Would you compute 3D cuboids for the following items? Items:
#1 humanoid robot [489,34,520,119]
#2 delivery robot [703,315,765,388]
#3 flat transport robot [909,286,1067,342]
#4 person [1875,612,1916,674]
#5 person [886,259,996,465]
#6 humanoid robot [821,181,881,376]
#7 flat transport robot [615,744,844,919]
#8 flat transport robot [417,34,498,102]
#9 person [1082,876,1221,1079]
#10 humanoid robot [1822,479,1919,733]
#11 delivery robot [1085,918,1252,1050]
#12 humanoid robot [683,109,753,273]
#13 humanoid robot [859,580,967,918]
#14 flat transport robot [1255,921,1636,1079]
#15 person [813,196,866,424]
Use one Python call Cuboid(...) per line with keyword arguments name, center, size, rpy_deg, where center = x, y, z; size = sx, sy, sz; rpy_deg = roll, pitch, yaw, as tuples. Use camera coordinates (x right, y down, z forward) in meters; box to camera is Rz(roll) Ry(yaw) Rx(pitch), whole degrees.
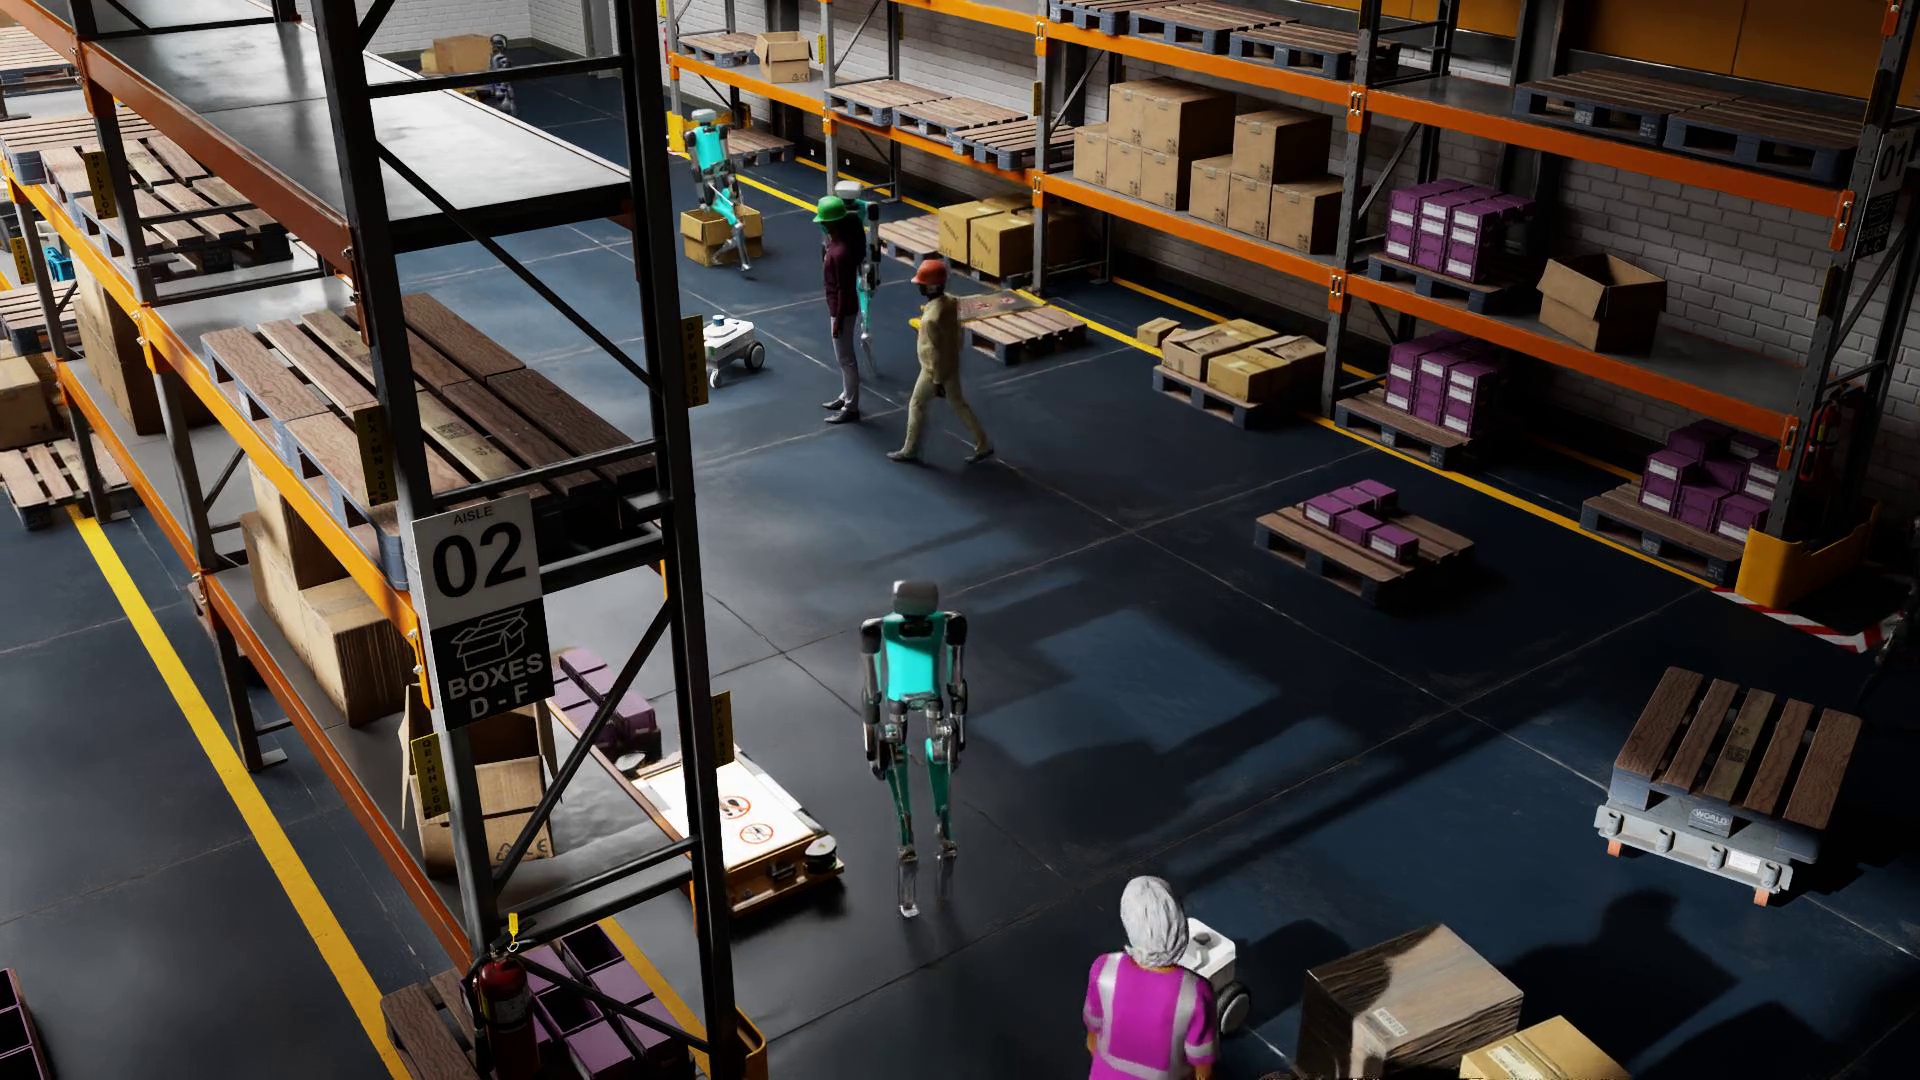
Cuboid(name="humanoid robot", center=(-6.044, -5.878, 22.109), size=(0.363, 1.646, 0.589), rpy_deg=(-14, 30, -25))
Cuboid(name="delivery robot", center=(-2.175, -1.756, 15.155), size=(0.499, 0.589, 0.782), rpy_deg=(13, 29, 24))
Cuboid(name="flat transport robot", center=(0.279, -2.222, 16.406), size=(1.431, 0.231, 0.659), rpy_deg=(-15, 30, -27))
Cuboid(name="person", center=(6.318, 0.056, 10.092), size=(1.066, 1.877, 0.626), rpy_deg=(7, 27, 13))
Cuboid(name="person", center=(-0.134, -1.385, 13.122), size=(0.867, 1.714, 0.551), rpy_deg=(10, 28, 19))
Cuboid(name="humanoid robot", center=(-0.967, -2.247, 14.858), size=(0.544, 1.818, 0.671), rpy_deg=(-1, 27, -2))
Cuboid(name="flat transport robot", center=(-1.282, 1.500, 9.004), size=(0.659, 0.231, 1.431), rpy_deg=(-18, 32, -31))
Cuboid(name="flat transport robot", center=(-7.732, -7.024, 25.958), size=(0.659, 0.231, 1.431), rpy_deg=(0, 27, 1))
Cuboid(name="person", center=(0.710, 2.046, 6.194), size=(0.545, 1.824, 0.402), rpy_deg=(10, 28, 18))
Cuboid(name="humanoid robot", center=(5.572, 0.374, 9.699), size=(0.668, 1.628, 0.612), rpy_deg=(21, 33, 35))
Cuboid(name="delivery robot", center=(0.939, 2.047, 7.586), size=(0.765, 0.585, 0.499), rpy_deg=(-23, 34, -38))
Cuboid(name="humanoid robot", center=(-2.405, -3.609, 17.609), size=(1.035, 1.753, 0.546), rpy_deg=(24, 35, 39))
Cuboid(name="humanoid robot", center=(-0.184, 1.119, 8.166), size=(0.533, 1.818, 0.692), rpy_deg=(-6, 27, -12))
Cuboid(name="flat transport robot", center=(1.822, 2.673, 6.671), size=(1.431, 0.231, 0.659), rpy_deg=(-13, 29, -24))
Cuboid(name="person", center=(-0.986, -1.932, 13.966), size=(0.430, 1.945, 0.488), rpy_deg=(-2, 27, -4))
